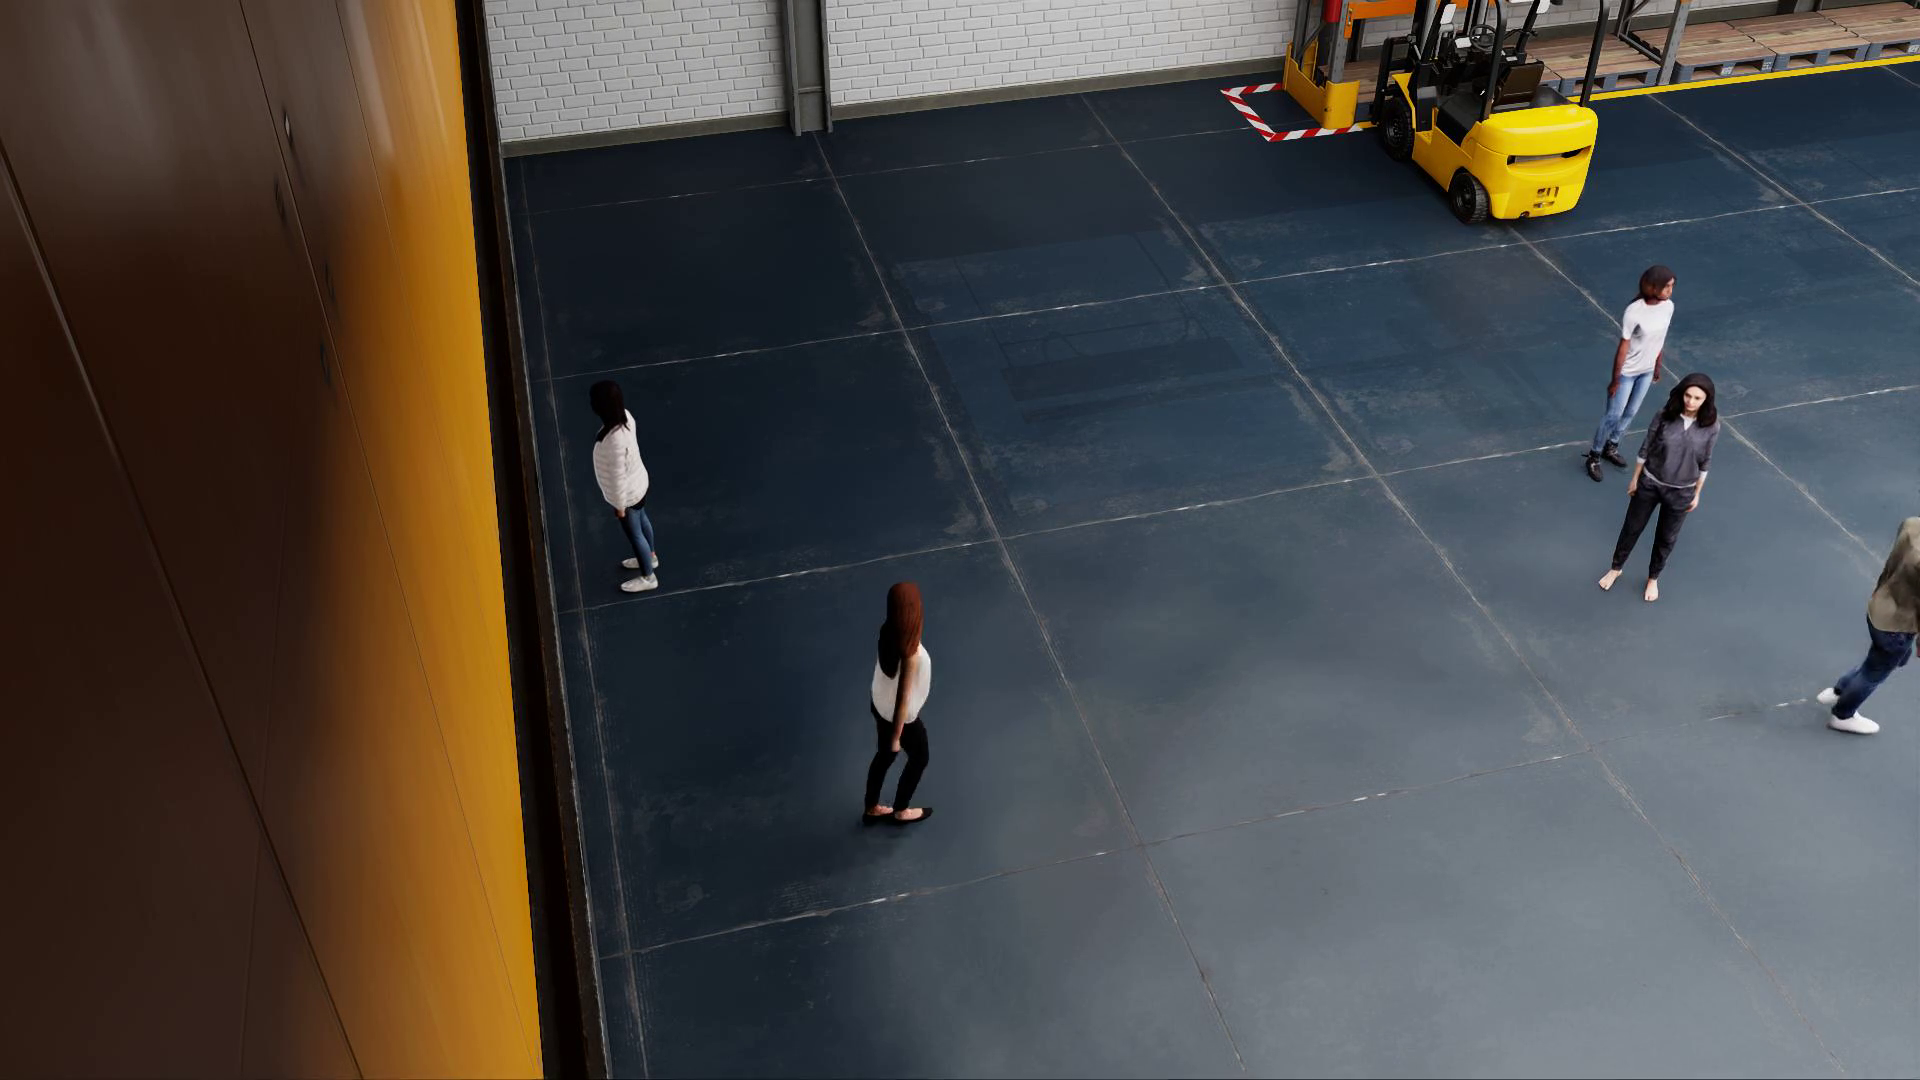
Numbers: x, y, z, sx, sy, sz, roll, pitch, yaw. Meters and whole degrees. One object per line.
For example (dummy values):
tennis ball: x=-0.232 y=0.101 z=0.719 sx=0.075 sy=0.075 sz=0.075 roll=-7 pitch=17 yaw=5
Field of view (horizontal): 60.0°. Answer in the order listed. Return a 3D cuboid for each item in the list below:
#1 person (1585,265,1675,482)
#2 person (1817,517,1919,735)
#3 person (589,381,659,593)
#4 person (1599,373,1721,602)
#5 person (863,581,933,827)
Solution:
person: x=4.955 y=-1.240 z=12.243 sx=0.536 sy=1.721 sz=0.699 roll=-11 pitch=40 yaw=-14
person: x=5.544 y=0.461 z=10.008 sx=0.839 sy=1.852 sz=0.826 roll=7 pitch=39 yaw=9
person: x=-2.248 y=-0.378 z=11.233 sx=0.597 sy=1.634 sz=0.644 roll=-4 pitch=39 yaw=-5
person: x=4.723 y=-0.368 z=11.117 sx=0.656 sy=1.764 sz=0.733 roll=17 pitch=42 yaw=20
person: x=-0.416 y=1.013 z=9.451 sx=0.702 sy=1.684 sz=0.649 roll=-9 pitch=40 yaw=-12
